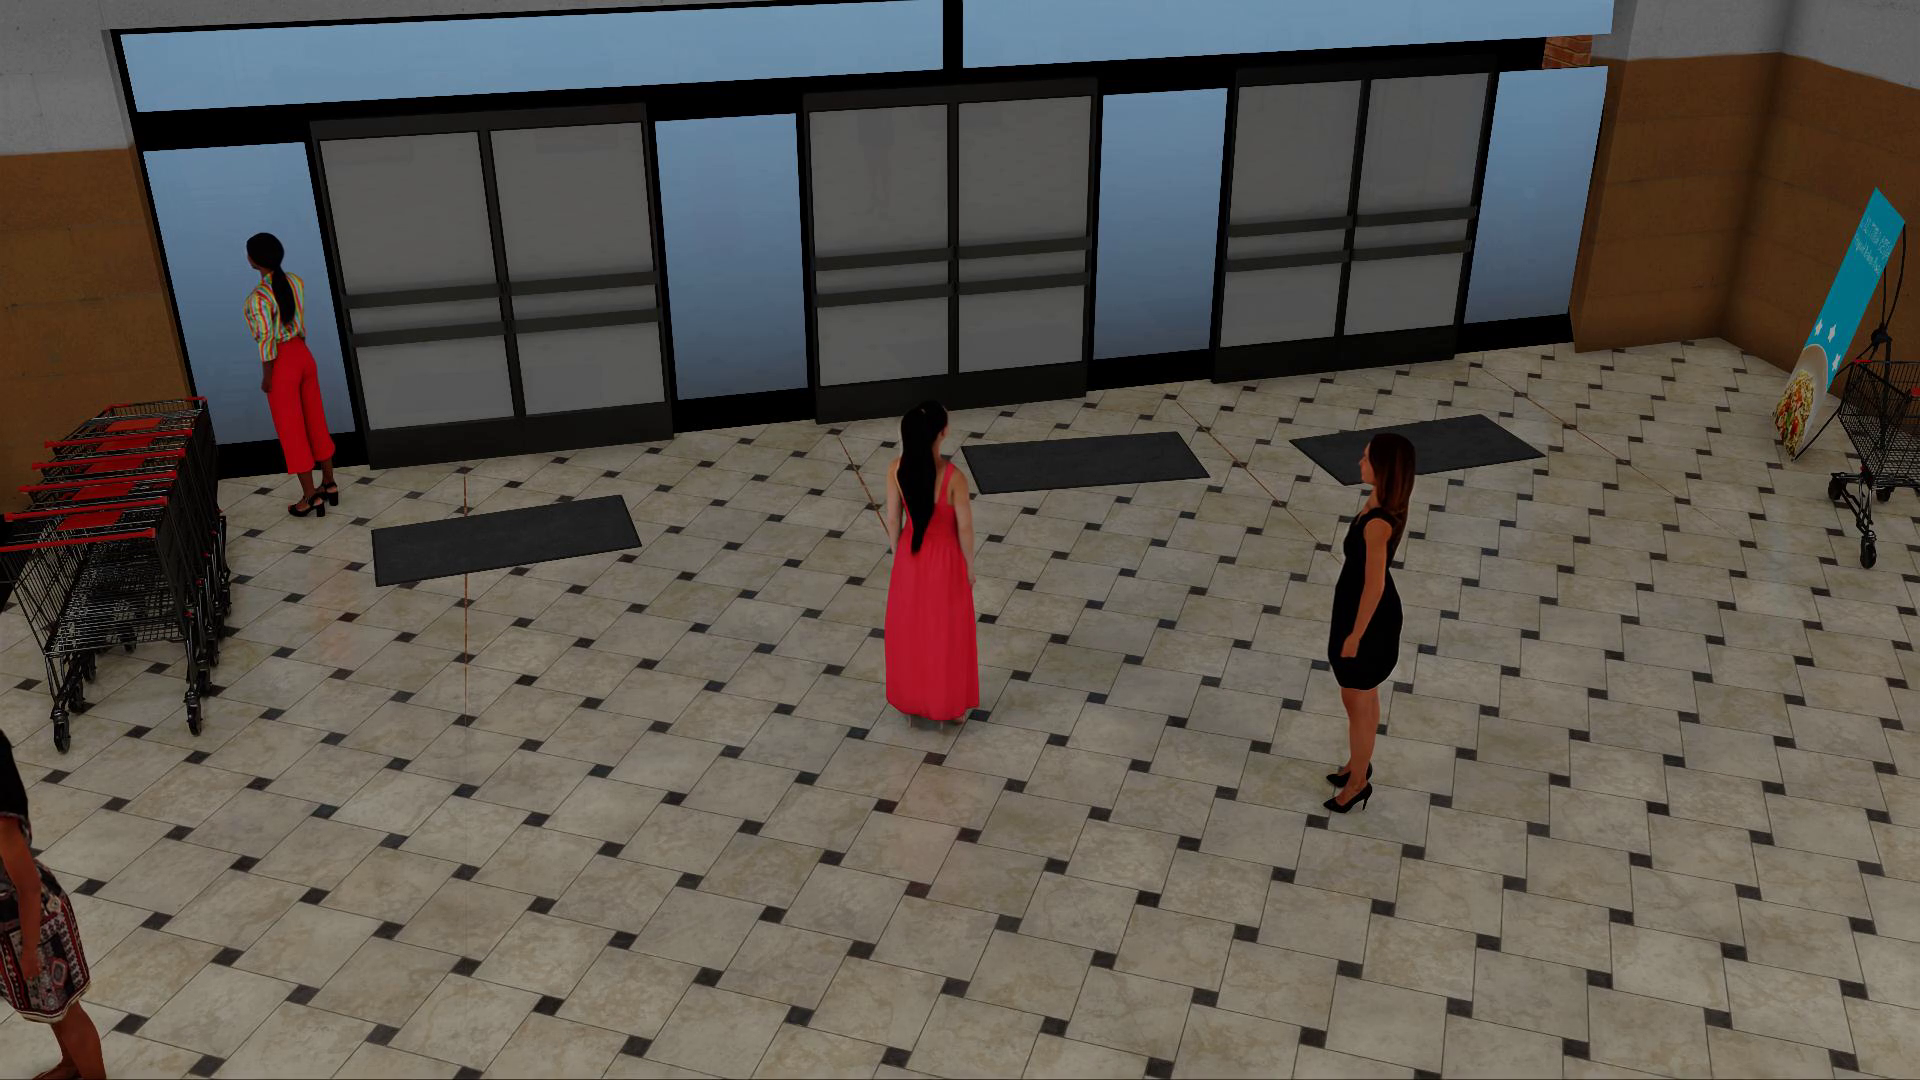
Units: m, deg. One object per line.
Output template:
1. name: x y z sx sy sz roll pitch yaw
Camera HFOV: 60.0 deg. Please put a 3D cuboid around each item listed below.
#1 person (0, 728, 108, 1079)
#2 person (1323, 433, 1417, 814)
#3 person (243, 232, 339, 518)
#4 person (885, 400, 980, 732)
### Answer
1. person: -3.216 1.303 5.719 0.784 1.645 0.643 -23 35 -37
2. person: 1.789 0.385 7.320 0.722 1.835 0.627 8 28 16
3. person: -4.063 -0.994 10.085 0.742 1.793 0.638 8 28 15
4. person: -0.142 0.138 7.926 0.714 1.727 0.748 10 28 18
